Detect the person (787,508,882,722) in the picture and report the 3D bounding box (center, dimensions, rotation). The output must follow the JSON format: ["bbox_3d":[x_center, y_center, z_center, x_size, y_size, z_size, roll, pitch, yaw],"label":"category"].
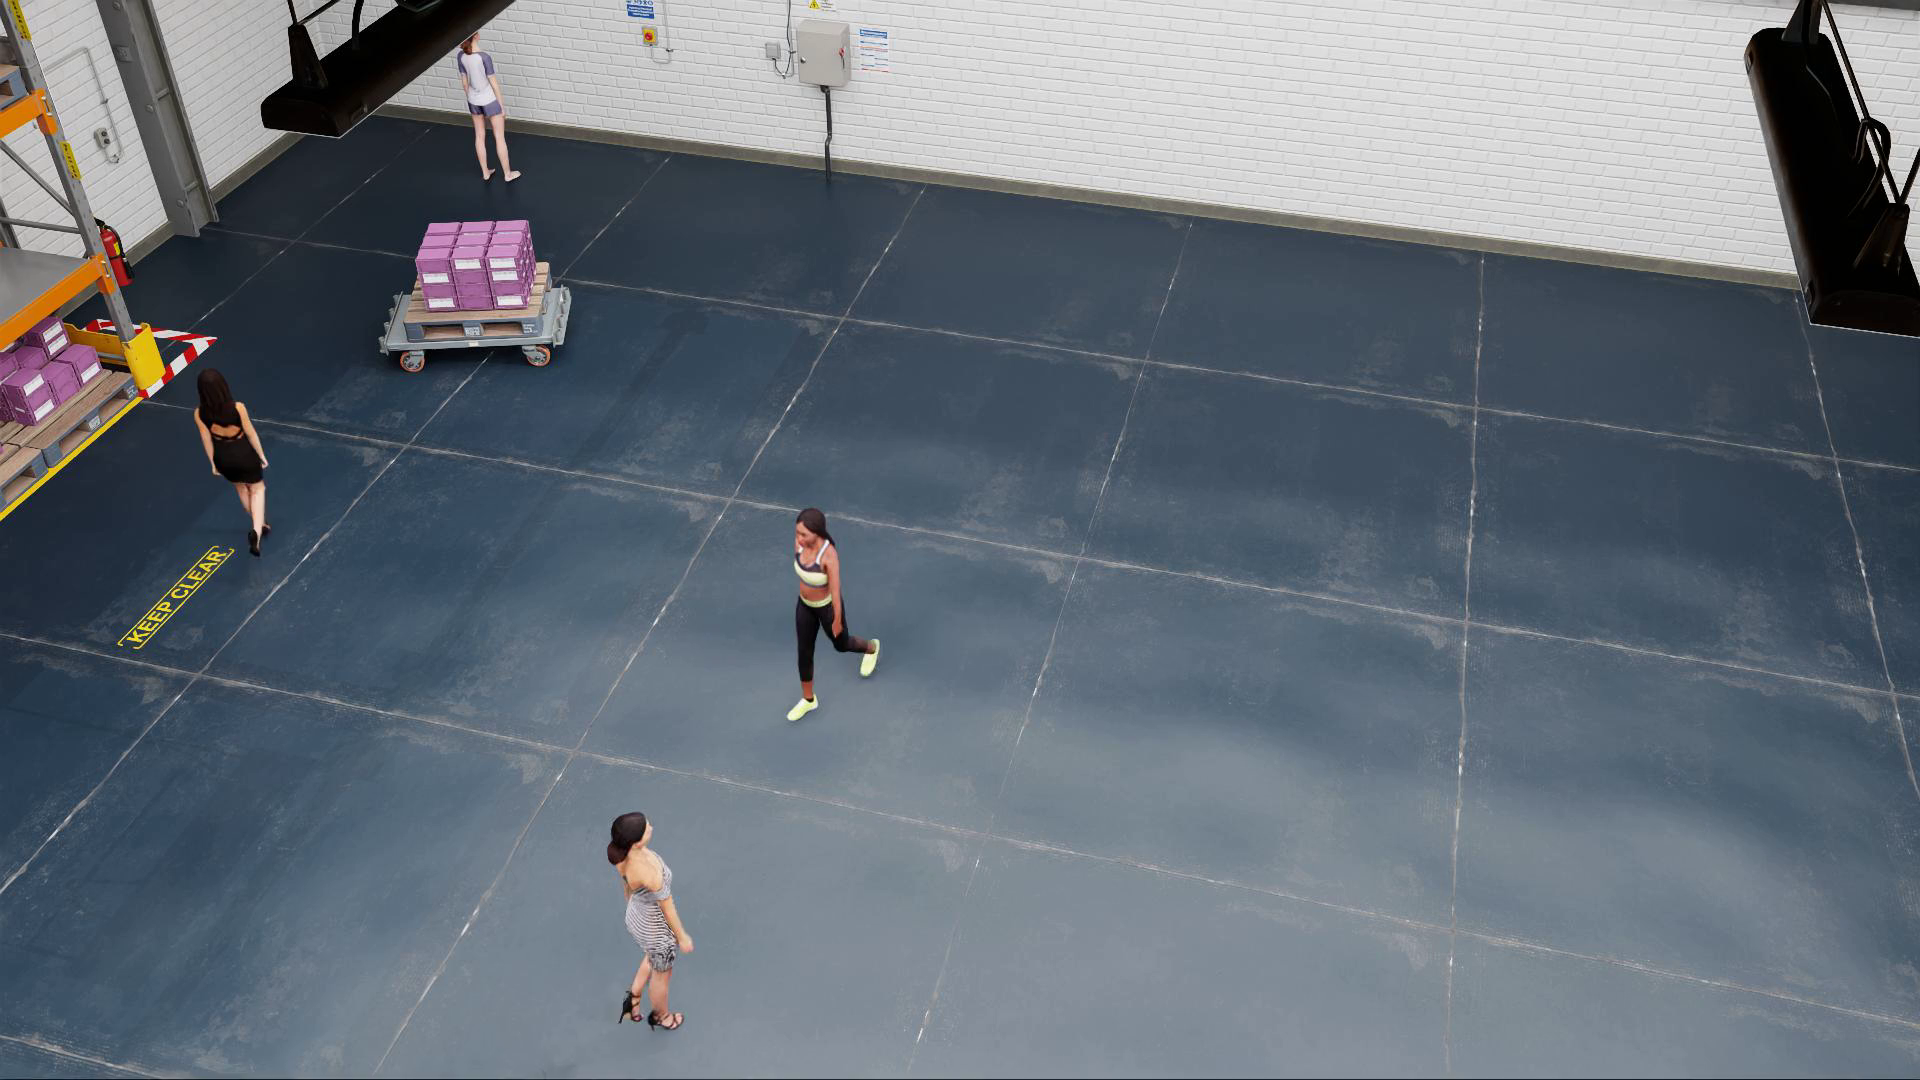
[{"bbox_3d":[-0.886,0.430,11.489,0.892,1.721,1.172,27,46,30],"label":"person"}]

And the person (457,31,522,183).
[{"bbox_3d":[-5.122,-4.710,17.888,0.566,1.768,0.554,9,39,11],"label":"person"}]

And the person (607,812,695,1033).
[{"bbox_3d":[-1.785,2.187,9.217,0.841,1.809,0.781,-21,43,-24],"label":"person"}]

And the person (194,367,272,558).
[{"bbox_3d":[-5.565,-0.561,12.799,0.811,1.635,0.968,-8,39,-10],"label":"person"}]
